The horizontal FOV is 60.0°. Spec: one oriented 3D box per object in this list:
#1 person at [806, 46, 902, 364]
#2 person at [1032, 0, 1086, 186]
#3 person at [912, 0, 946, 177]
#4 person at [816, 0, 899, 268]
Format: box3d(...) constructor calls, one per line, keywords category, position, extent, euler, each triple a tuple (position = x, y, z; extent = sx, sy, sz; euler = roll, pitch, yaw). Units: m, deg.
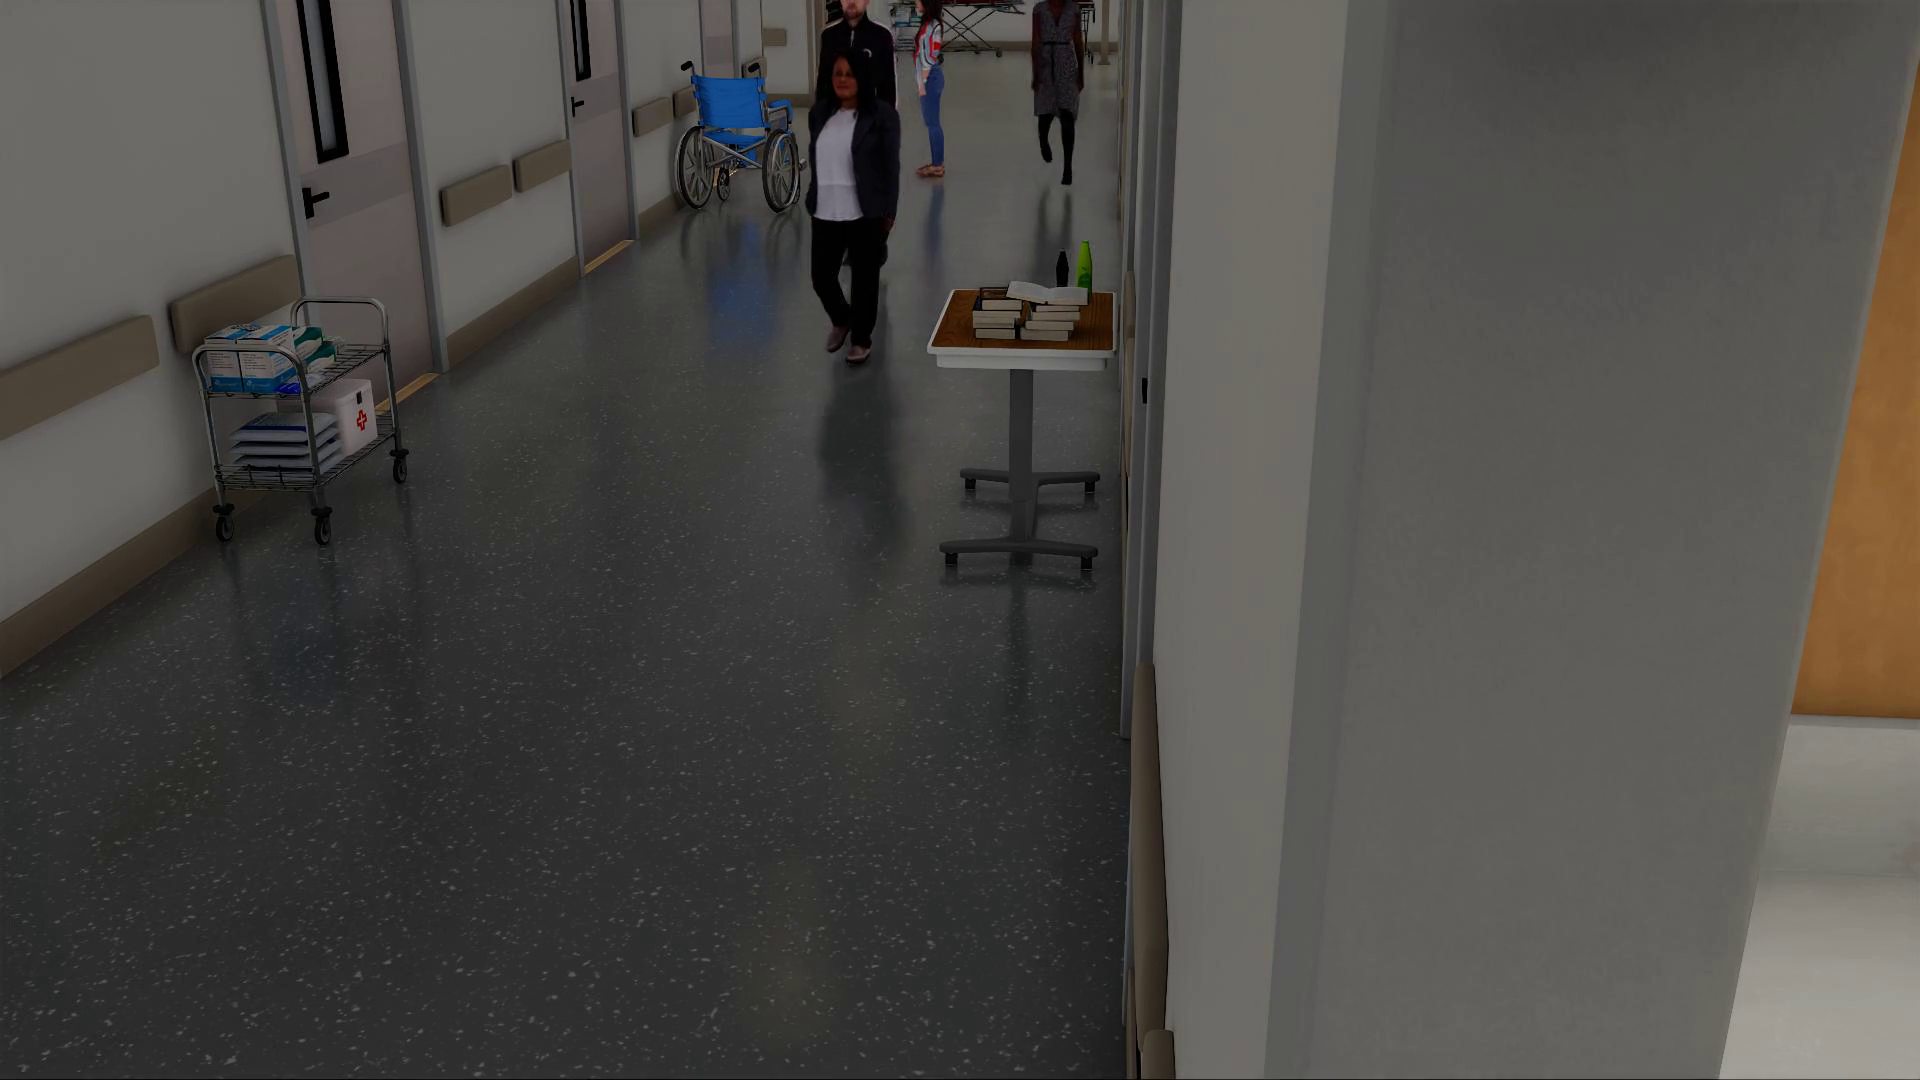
box3d(category="person", position=(-0.534, -1.714, 8.571), extent=(0.712, 1.585, 0.732), euler=(6, 21, 15))
box3d(category="person", position=(0.800, -3.934, 14.194), extent=(0.640, 1.755, 1.072), euler=(0, 21, 0))
box3d(category="person", position=(-0.253, -4.052, 14.706), extent=(0.663, 1.612, 0.485), euler=(-1, 21, -2))
box3d(category="person", position=(-0.640, -2.693, 10.827), extent=(0.735, 1.819, 0.715), euler=(7, 22, 17))
